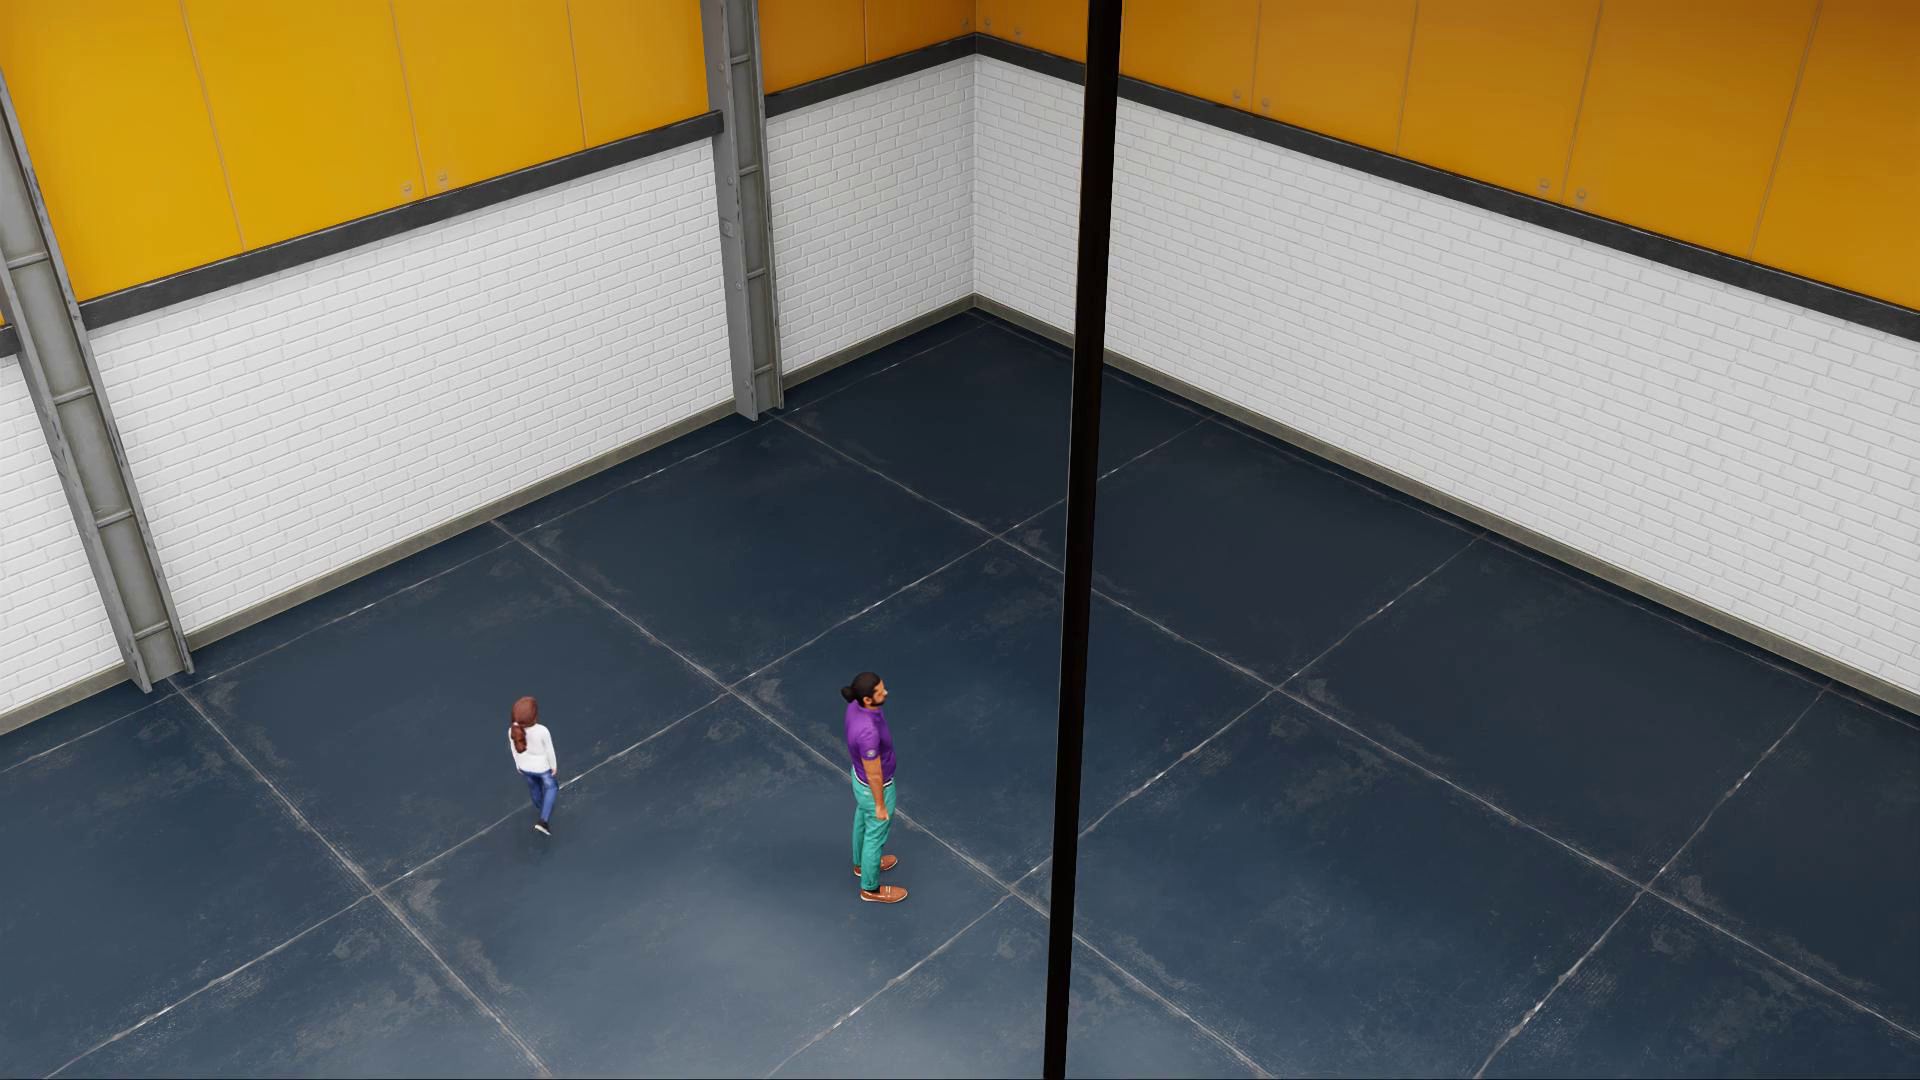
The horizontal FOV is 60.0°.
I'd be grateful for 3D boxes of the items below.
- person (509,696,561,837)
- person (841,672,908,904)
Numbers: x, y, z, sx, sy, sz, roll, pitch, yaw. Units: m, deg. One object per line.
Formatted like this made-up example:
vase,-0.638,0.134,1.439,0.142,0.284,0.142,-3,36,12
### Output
person,-2.886,1.535,11.252,0.649,1.102,0.731,3,34,4
person,-0.572,1.553,10.623,0.740,1.768,0.724,-8,34,-11
